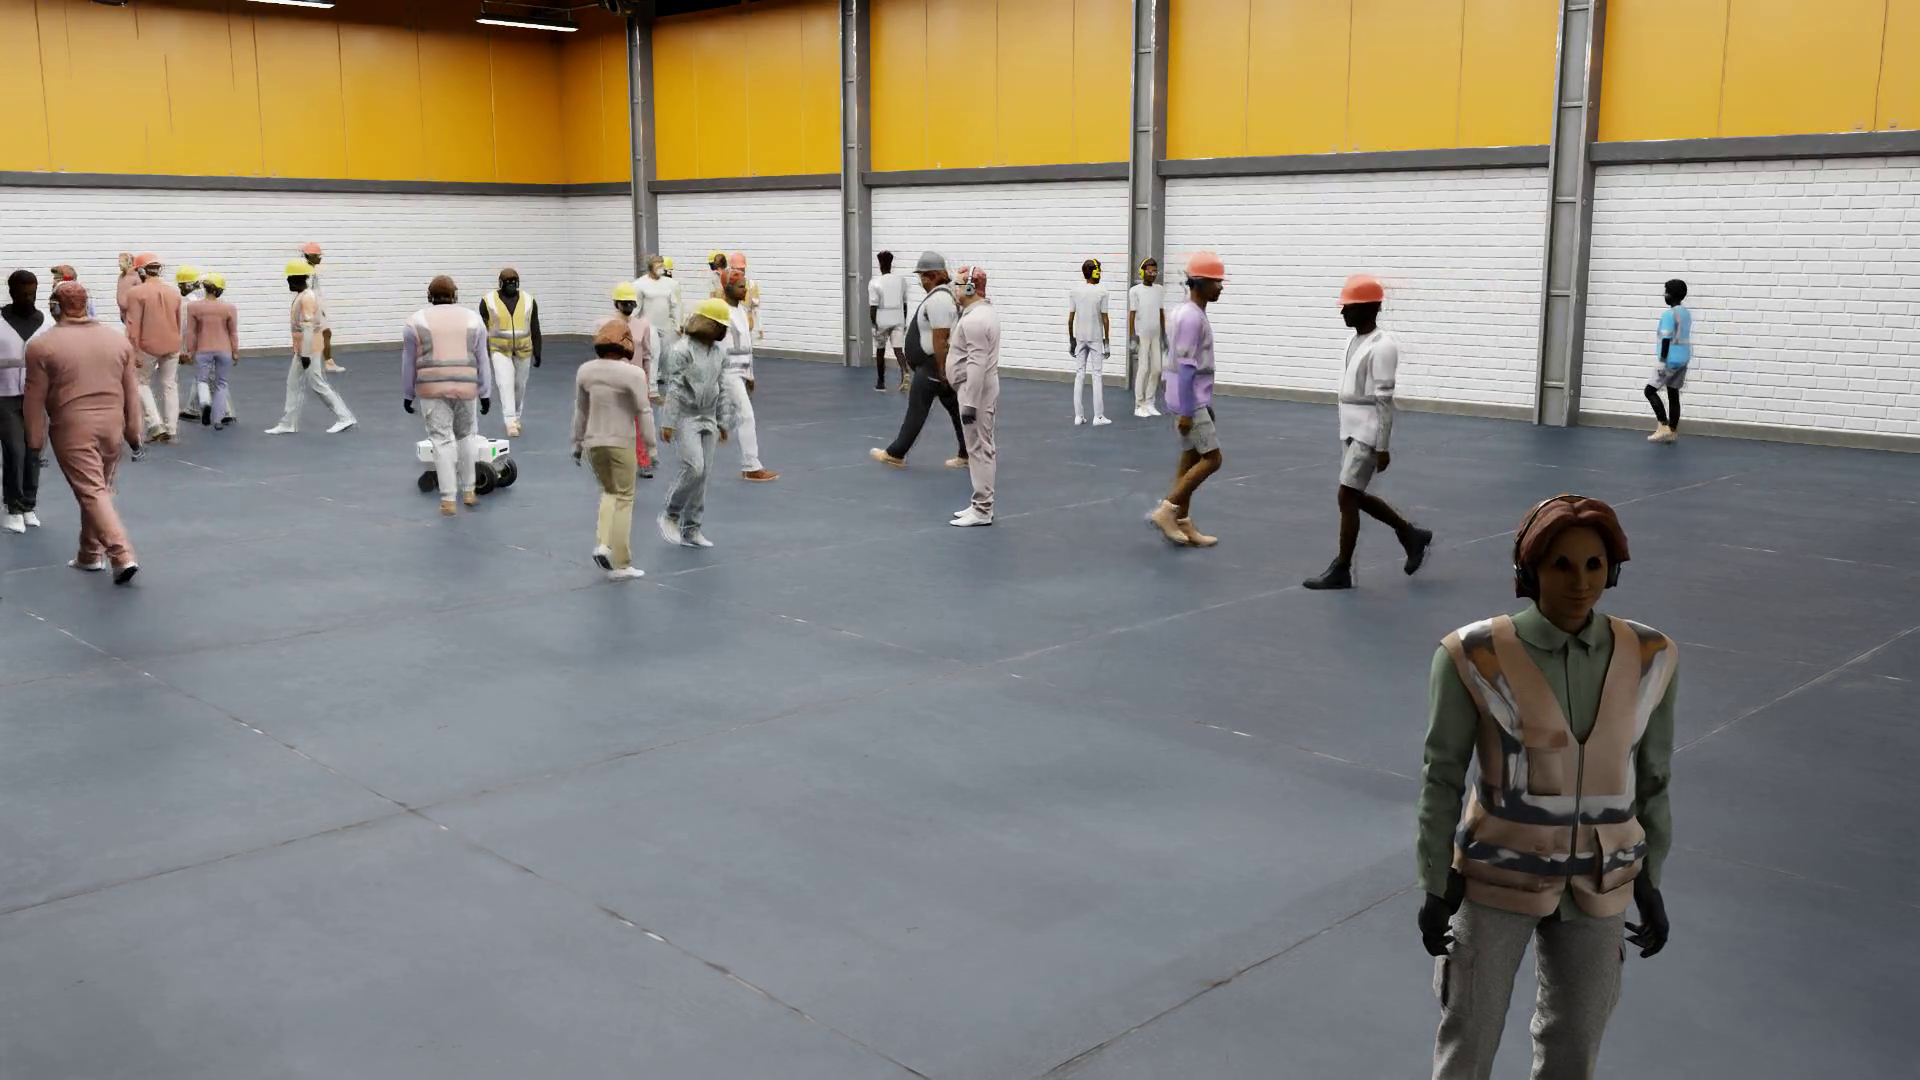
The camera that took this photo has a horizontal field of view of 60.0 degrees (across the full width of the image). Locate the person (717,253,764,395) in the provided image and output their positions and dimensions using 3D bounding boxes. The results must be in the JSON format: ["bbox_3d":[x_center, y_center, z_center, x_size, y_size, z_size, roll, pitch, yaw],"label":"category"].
[{"bbox_3d":[-2.819,-2.741,21.486,0.560,1.890,0.924,-4,11,-23],"label":"person"}]

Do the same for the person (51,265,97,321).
[{"bbox_3d":[-9.308,-1.986,17.573,0.499,1.823,0.628,-5,11,-25],"label":"person"}]

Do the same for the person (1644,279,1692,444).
[{"bbox_3d":[7.247,-1.817,16.996,0.557,1.685,0.390,-10,14,-42],"label":"person"}]

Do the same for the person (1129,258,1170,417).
[{"bbox_3d":[2.239,-2.383,19.634,0.570,1.871,0.364,-7,13,-34],"label":"person"}]

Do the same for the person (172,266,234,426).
[{"bbox_3d":[-8.580,-2.162,18.617,0.877,1.788,0.608,1,10,7],"label":"person"}]

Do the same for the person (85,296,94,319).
[{"bbox_3d":[-8.664,-1.649,16.274,0.417,1.621,0.543,6,12,28],"label":"person"}]

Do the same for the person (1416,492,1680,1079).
[{"bbox_3d":[1.170,0.714,3.348,0.522,1.638,0.311,-1,10,-4],"label":"person"}]

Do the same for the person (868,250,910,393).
[{"bbox_3d":[-0.938,-2.946,22.501,0.608,1.944,0.868,-4,11,-22],"label":"person"}]

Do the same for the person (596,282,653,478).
[{"bbox_3d":[-3.015,-1.441,14.876,0.535,1.722,0.914,-6,12,-28],"label":"person"}]

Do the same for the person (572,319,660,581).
[{"bbox_3d":[-2.160,-0.561,10.362,0.609,1.613,0.410,5,11,23],"label":"person"}]

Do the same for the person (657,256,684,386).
[{"bbox_3d":[-4.167,-3.090,23.563,0.600,1.830,0.403,4,11,21],"label":"person"}]

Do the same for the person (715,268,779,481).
[{"bbox_3d":[-2.036,-1.437,14.509,0.888,1.855,0.587,2,11,13],"label":"person"}]

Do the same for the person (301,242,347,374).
[{"bbox_3d":[-9.855,-3.557,25.595,0.837,2.010,0.616,-6,12,-28],"label":"person"}]

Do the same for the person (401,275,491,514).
[{"bbox_3d":[-4.004,-1.139,12.935,0.645,1.815,0.700,-5,12,-27],"label":"person"}]

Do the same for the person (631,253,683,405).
[{"bbox_3d":[-3.929,-2.694,21.197,0.630,1.914,0.853,-10,15,-44],"label":"person"}]

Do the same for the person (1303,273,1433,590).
[{"bbox_3d":[2.505,-0.648,10.043,0.788,1.916,0.551,-2,11,-9],"label":"person"}]

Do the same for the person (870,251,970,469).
[{"bbox_3d":[-0.296,-1.659,15.189,1.015,2.000,0.691,2,11,12],"label":"person"}]

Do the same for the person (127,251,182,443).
[{"bbox_3d":[-8.246,-1.965,17.061,0.493,1.965,0.626,7,12,33],"label":"person"}]

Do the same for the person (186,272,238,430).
[{"bbox_3d":[-8.130,-2.046,18.128,0.530,1.731,0.532,-4,11,-22],"label":"person"}]

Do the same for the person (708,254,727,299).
[{"bbox_3d":[-3.733,-3.563,26.108,0.520,1.843,0.331,-9,14,-41],"label":"person"}]

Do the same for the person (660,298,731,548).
[{"bbox_3d":[-1.770,-0.785,11.318,0.403,1.702,0.554,8,13,36],"label":"person"}]

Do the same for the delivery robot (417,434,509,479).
[{"bbox_3d":[-4.153,-0.728,13.910,0.707,0.478,0.477,1,10,8],"label":"delivery robot"}]

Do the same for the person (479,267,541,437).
[{"bbox_3d":[-4.857,-2.045,17.984,0.630,1.802,0.929,-5,12,-25],"label":"person"}]

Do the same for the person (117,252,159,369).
[{"bbox_3d":[-12.941,-3.581,26.134,0.654,1.878,0.889,8,13,36],"label":"person"}]

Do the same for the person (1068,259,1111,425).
[{"bbox_3d":[1.461,-2.223,18.759,0.519,1.863,0.335,6,12,29],"label":"person"}]

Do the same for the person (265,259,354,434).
[{"bbox_3d":[-7.042,-2.082,17.921,0.888,1.891,0.600,-6,12,-28],"label":"person"}]

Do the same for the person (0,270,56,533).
[{"bbox_3d":[-6.779,-1.002,12.056,0.710,1.876,0.640,10,14,42],"label":"person"}]

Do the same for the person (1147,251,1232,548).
[{"bbox_3d":[1.610,-0.935,11.288,0.447,2.024,0.603,1,10,5],"label":"person"}]

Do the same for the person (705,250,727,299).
[{"bbox_3d":[-3.970,-3.883,27.729,0.563,1.888,0.624,3,11,17],"label":"person"}]

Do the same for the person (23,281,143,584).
[{"bbox_3d":[-5.380,-0.661,10.272,0.966,1.864,0.659,7,12,33],"label":"person"}]

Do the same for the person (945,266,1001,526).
[{"bbox_3d":[0.090,-1.054,12.257,0.400,1.910,0.643,2,11,8],"label":"person"}]
